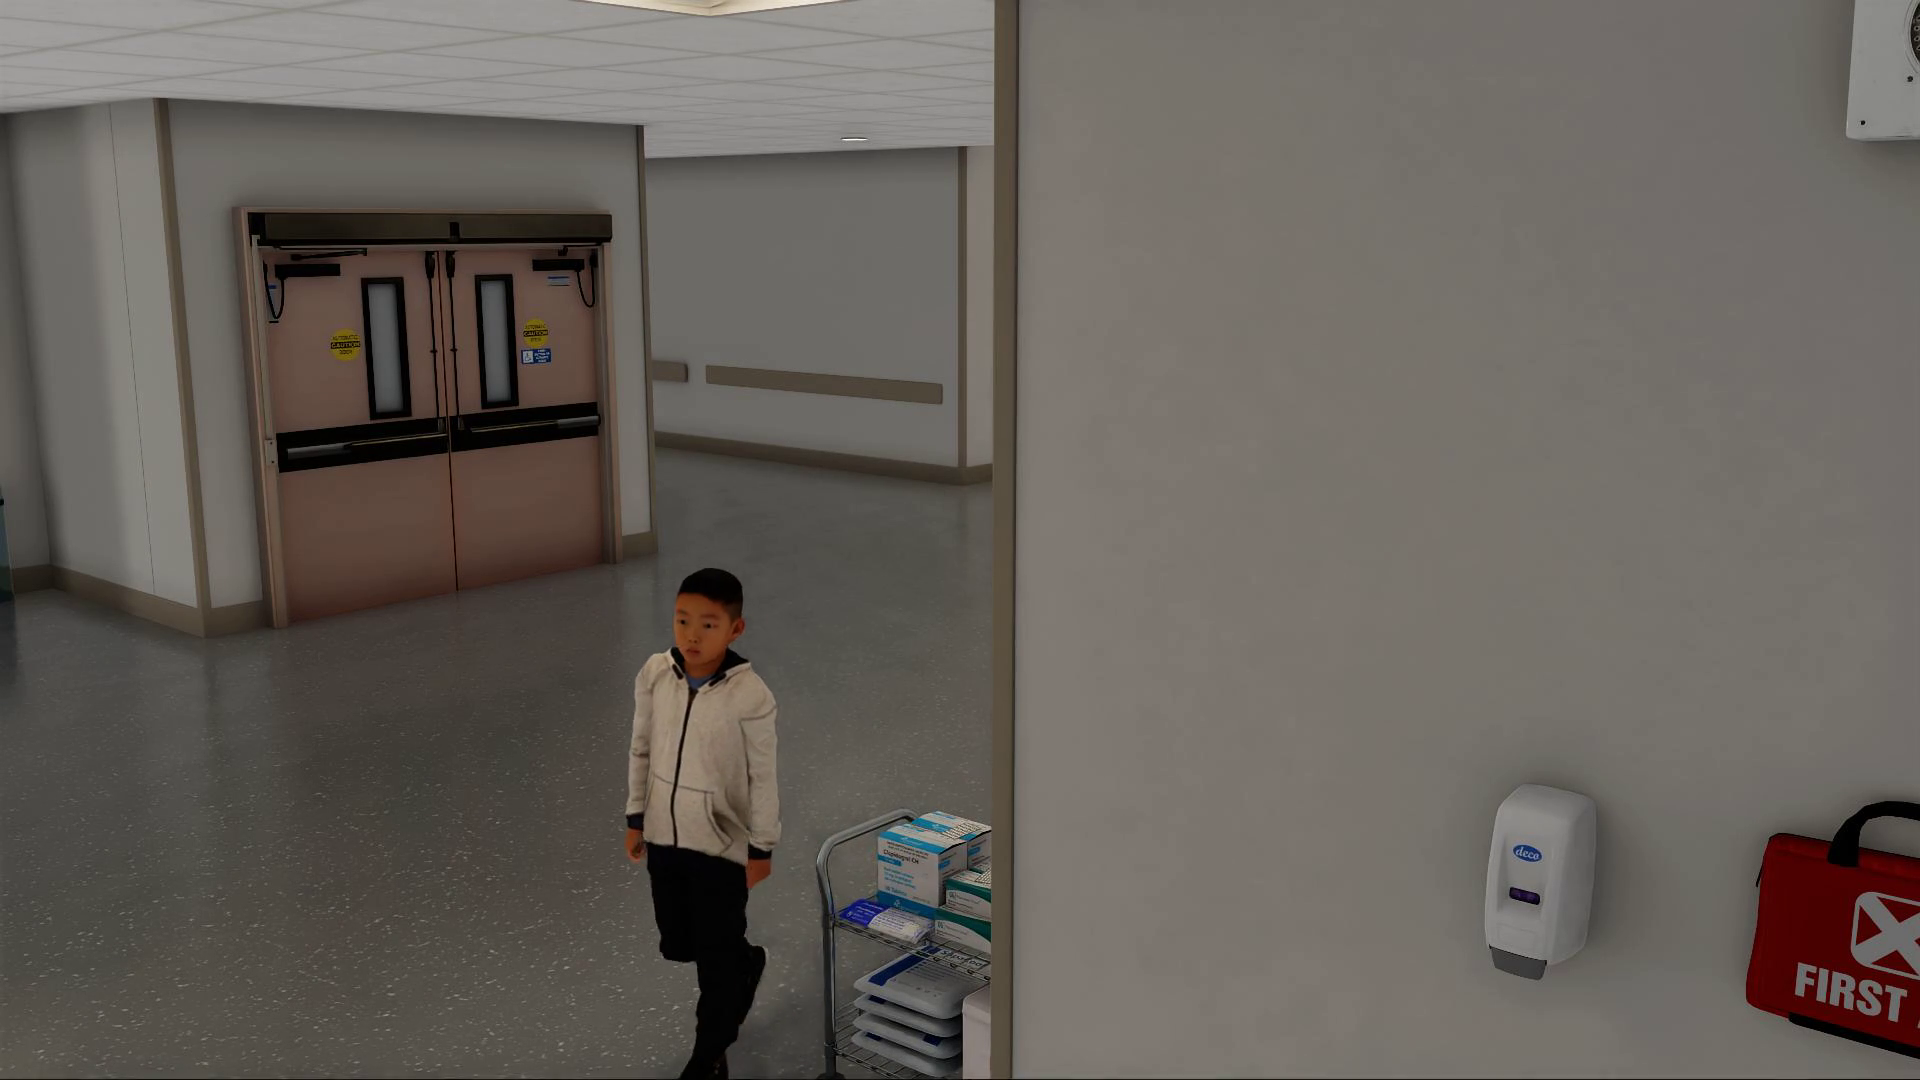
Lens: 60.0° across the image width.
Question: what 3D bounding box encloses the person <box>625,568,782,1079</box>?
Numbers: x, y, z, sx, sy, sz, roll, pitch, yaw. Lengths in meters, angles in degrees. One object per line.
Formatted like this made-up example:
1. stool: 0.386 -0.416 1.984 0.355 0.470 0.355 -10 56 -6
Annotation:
1. person: -0.653 0.772 4.484 0.705 1.439 0.860 5 12 25
